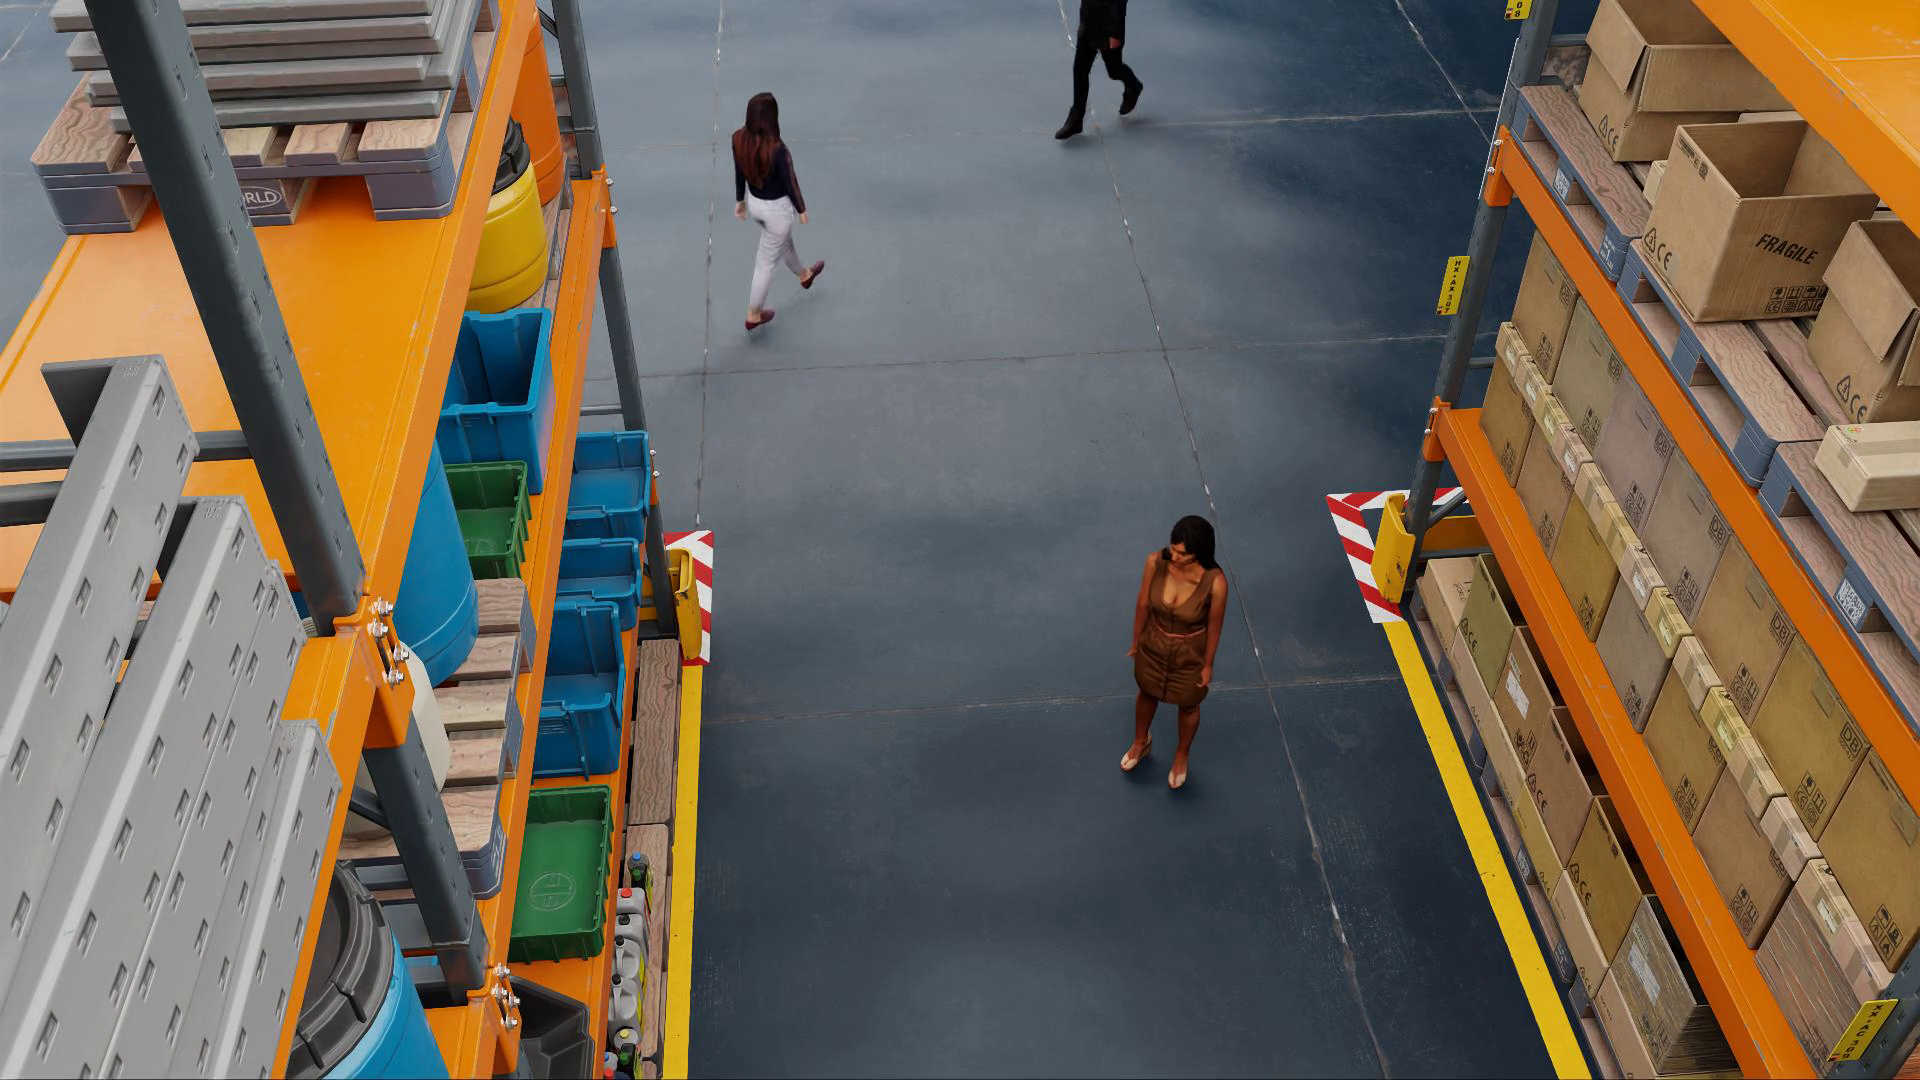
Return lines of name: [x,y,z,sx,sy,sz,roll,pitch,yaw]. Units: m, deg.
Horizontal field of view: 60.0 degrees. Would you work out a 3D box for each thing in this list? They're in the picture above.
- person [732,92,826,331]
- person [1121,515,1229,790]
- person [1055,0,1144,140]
person: [-1.242,-2.055,10.629,1.043,1.558,1.125,27,49,27]
person: [0.998,0.512,7.709,0.647,1.684,0.670,20,46,20]
person: [1.129,-3.898,12.516,1.102,1.751,1.123,-32,51,-30]
